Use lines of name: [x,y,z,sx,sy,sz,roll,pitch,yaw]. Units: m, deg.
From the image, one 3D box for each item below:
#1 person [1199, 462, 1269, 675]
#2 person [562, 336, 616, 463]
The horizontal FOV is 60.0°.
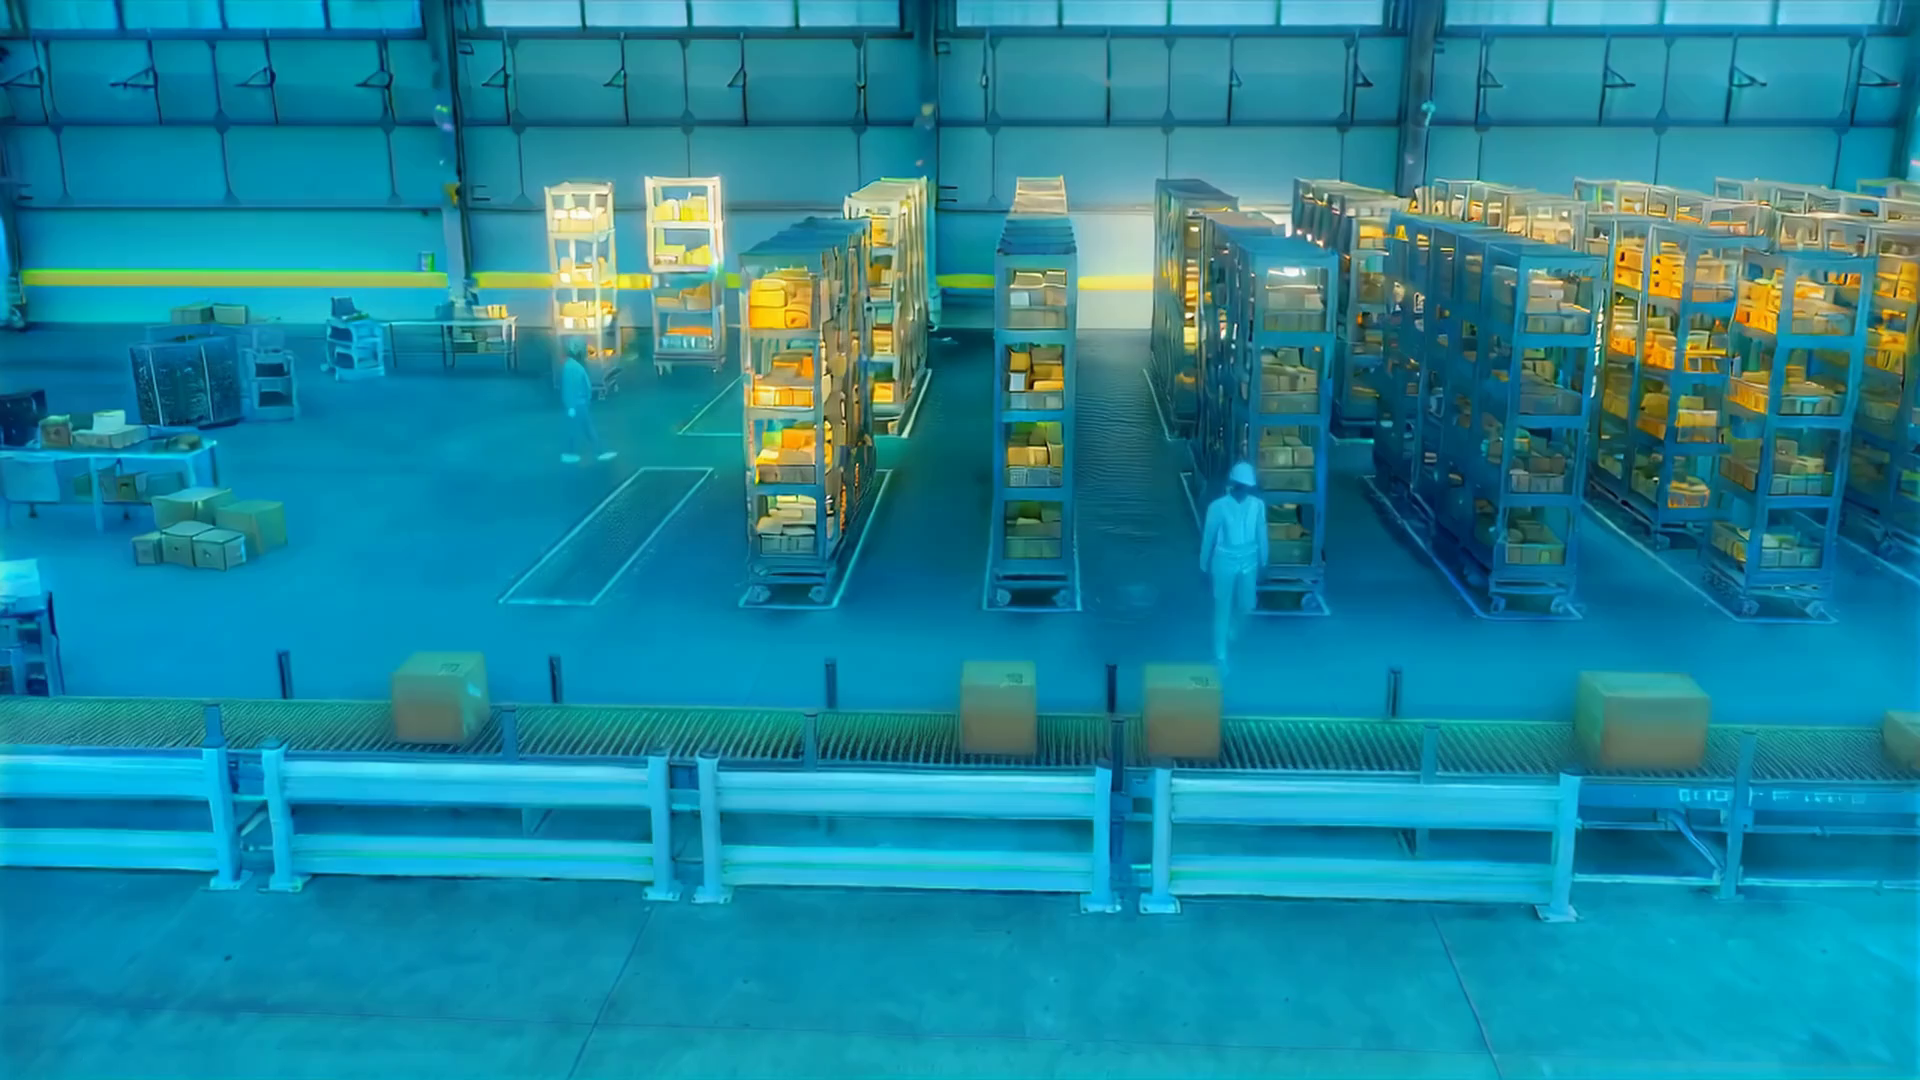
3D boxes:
person: [2.454,0.203,15.137,0.634,1.928,0.725,-5,16,-18]
person: [-5.265,-1.973,23.443,0.852,1.794,0.622,-1,15,-5]
